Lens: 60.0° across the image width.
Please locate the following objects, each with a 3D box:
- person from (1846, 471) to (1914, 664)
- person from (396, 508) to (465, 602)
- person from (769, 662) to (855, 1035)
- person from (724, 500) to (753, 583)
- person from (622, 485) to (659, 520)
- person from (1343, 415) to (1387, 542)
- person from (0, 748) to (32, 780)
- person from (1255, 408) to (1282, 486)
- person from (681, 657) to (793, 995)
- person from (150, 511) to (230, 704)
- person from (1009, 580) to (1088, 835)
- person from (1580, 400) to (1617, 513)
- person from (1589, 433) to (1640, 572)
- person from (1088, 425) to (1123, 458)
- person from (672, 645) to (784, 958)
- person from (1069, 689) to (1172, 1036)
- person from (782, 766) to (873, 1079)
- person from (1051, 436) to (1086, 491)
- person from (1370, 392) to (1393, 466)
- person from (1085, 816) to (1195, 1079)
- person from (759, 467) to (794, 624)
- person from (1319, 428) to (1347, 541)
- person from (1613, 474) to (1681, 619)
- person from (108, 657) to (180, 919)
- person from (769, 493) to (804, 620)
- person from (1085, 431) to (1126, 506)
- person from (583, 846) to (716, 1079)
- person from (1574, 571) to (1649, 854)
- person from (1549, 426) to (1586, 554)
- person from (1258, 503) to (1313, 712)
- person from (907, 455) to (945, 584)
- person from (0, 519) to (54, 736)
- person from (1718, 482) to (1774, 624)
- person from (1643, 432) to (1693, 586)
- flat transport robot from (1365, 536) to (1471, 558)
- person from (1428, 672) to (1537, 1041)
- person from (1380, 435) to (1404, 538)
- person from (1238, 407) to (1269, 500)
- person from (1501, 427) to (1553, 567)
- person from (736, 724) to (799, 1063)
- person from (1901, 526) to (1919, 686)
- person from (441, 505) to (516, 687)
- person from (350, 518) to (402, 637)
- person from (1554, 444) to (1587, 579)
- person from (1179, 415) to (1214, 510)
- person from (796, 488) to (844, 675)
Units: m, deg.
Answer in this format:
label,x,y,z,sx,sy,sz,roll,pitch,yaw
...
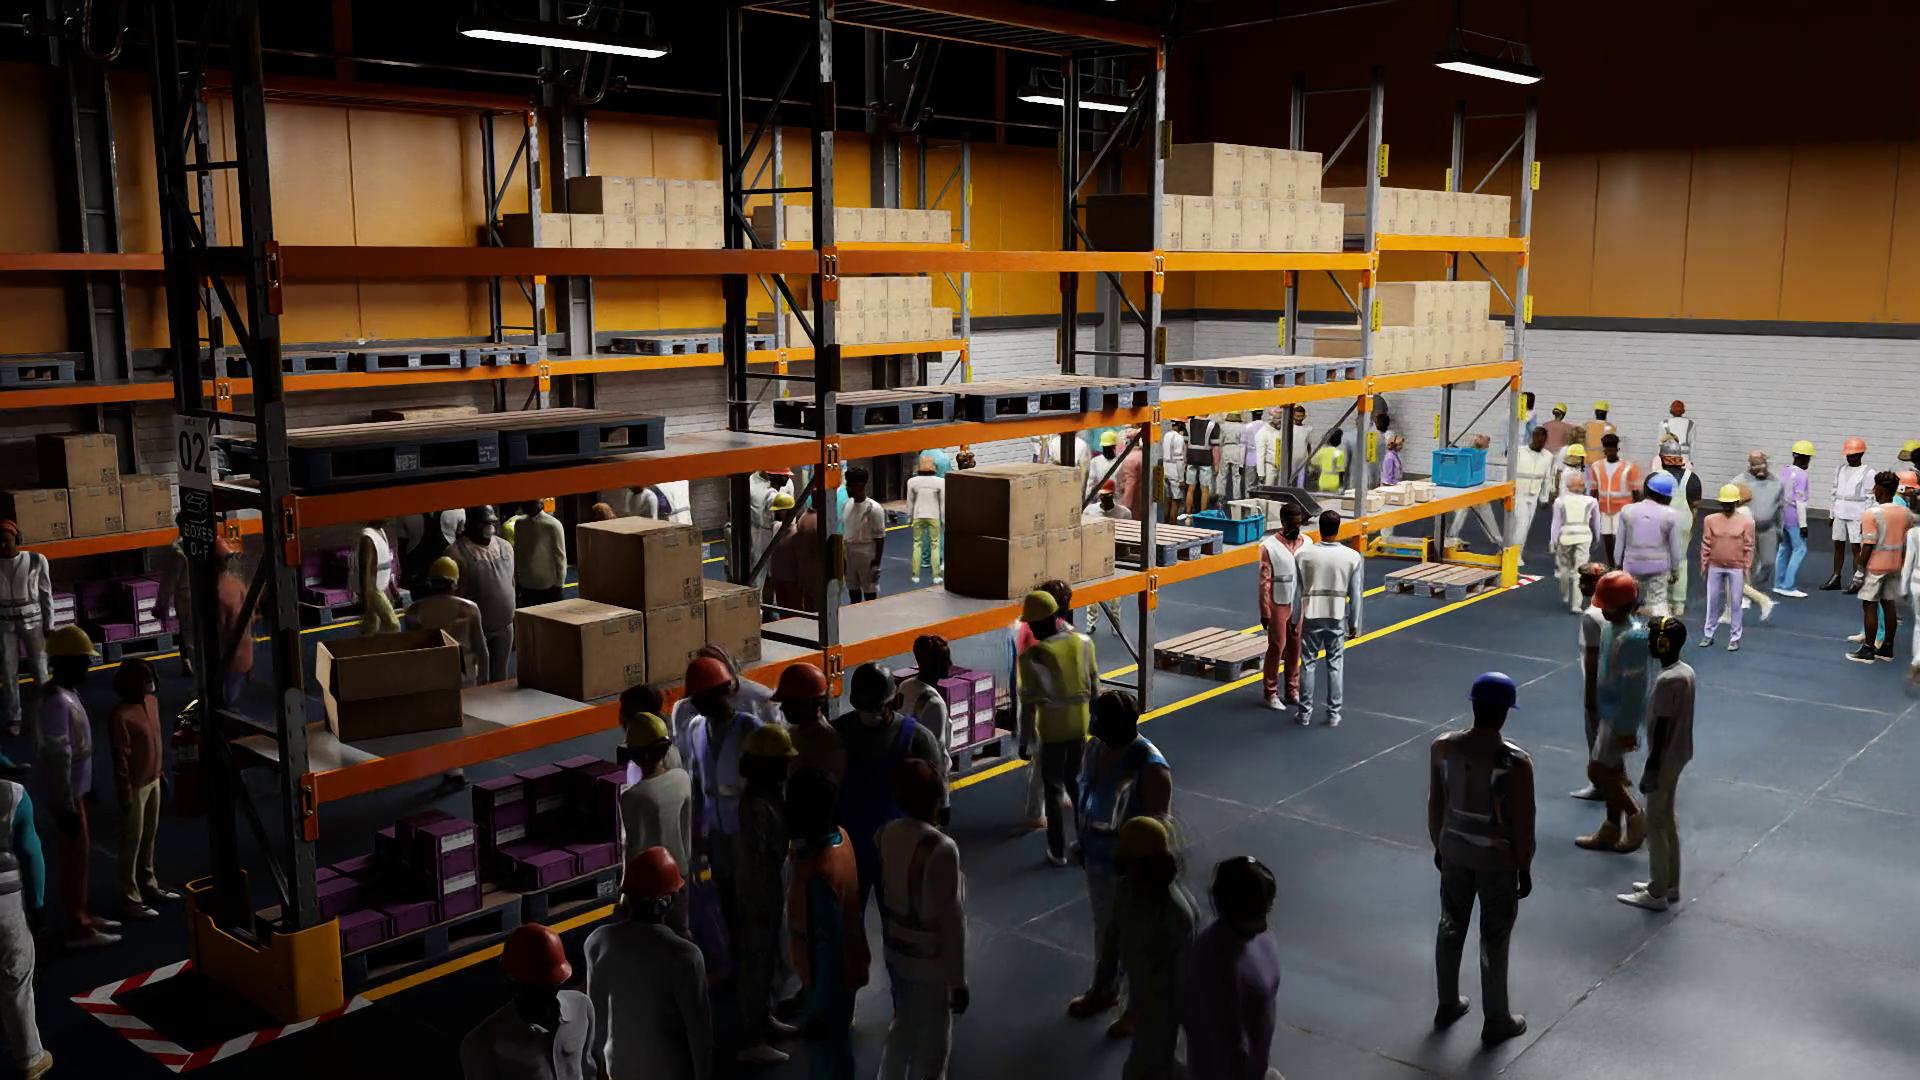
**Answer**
label,x,y,z,sx,sy,sz,roll,pitch,yaw
person,9.330,0.273,16.874,0.617,1.964,0.361,-3,10,-19
person,-5.339,0.240,16.849,0.681,2.000,0.535,-4,10,-21
person,-0.787,1.617,8.814,0.414,1.986,0.637,-5,11,-29
person,-2.321,0.344,17.425,0.307,1.640,0.520,2,10,9
person,-3.484,0.067,18.443,0.596,1.848,0.518,8,12,40
person,5.859,-0.908,24.162,0.663,1.900,0.912,4,10,20
person,-7.768,1.037,12.814,0.927,1.795,0.506,2,10,9
person,4.705,-1.039,24.937,0.658,1.894,0.400,-7,12,-38
person,-1.247,1.590,9.242,0.646,1.902,0.402,5,11,28
person,-7.053,0.612,15.281,0.584,1.821,0.642,3,10,17
person,0.727,1.175,11.950,0.822,1.808,0.651,-9,13,-42
person,10.040,-1.244,26.089,0.513,1.909,0.631,-9,13,-42
person,8.172,-0.375,20.831,0.484,1.933,0.647,-9,13,-43
person,2.426,-1.537,27.637,0.634,1.974,0.445,4,10,23
person,-1.364,1.510,9.862,0.659,1.843,0.872,1,10,4
person,0.832,1.687,8.807,0.429,1.842,0.629,-6,11,-32
person,-0.577,1.913,7.232,0.391,1.918,0.590,0,10,-2
person,1.520,-0.829,23.881,0.609,1.822,0.524,6,11,31
person,7.569,-1.991,30.172,0.537,2.000,0.678,-2,10,-11
person,0.771,2.020,7.202,0.801,1.716,0.487,-4,10,-23
person,-2.012,0.055,18.322,0.397,1.929,0.542,-2,10,-9
person,5.406,-0.783,24.004,0.418,1.678,0.537,-6,11,-30
person,7.107,0.255,17.206,0.686,1.907,0.591,5,11,29
person,-5.105,1.528,10.377,0.277,1.632,0.502,0,10,1
person,-1.745,0.399,16.721,0.328,1.767,0.532,-8,13,-41
person,1.908,-0.471,21.598,0.614,1.871,1.008,6,11,33
person,-1.225,2.084,6.700,0.570,1.751,0.329,4,10,22
person,4.450,1.183,11.310,0.450,2.009,0.724,1,10,7
person,8.361,-0.665,22.927,0.477,1.820,0.512,7,12,38
person,2.953,0.598,15.121,0.598,1.908,0.402,-6,11,-31
person,-0.429,-0.258,21.098,0.507,1.622,0.333,1,10,8
person,-8.111,0.751,14.299,0.584,1.878,0.369,-4,10,-22
person,8.774,0.166,18.577,0.567,1.610,0.525,4,10,21
person,8.904,-0.394,20.955,0.373,1.935,0.628,-4,10,-22
flat transport robot,6.262,0.112,22.891,1.431,0.197,0.652,4,10,23
person,2.745,1.649,8.746,0.398,1.939,0.602,-8,13,-41
person,6.119,-0.683,23.588,0.318,1.631,0.519,4,10,20
person,4.616,-1.214,25.930,0.588,1.913,0.398,-3,10,-18
person,7.608,-0.573,22.201,0.651,1.874,0.672,-2,10,-14
person,-0.978,1.790,8.527,0.323,1.737,0.488,1,10,5
person,9.217,0.507,15.797,0.521,1.863,0.624,-7,12,-36
person,-4.078,0.662,14.334,0.538,2.000,0.686,9,13,42
person,-5.563,0.495,15.971,0.618,1.821,0.584,-3,10,-15
person,7.877,-0.375,21.413,0.313,1.741,0.494,6,11,32
person,3.840,-1.430,27.161,0.635,1.926,0.499,-7,12,-38
person,-1.358,0.395,16.370,0.397,1.901,0.643,-5,11,-28
